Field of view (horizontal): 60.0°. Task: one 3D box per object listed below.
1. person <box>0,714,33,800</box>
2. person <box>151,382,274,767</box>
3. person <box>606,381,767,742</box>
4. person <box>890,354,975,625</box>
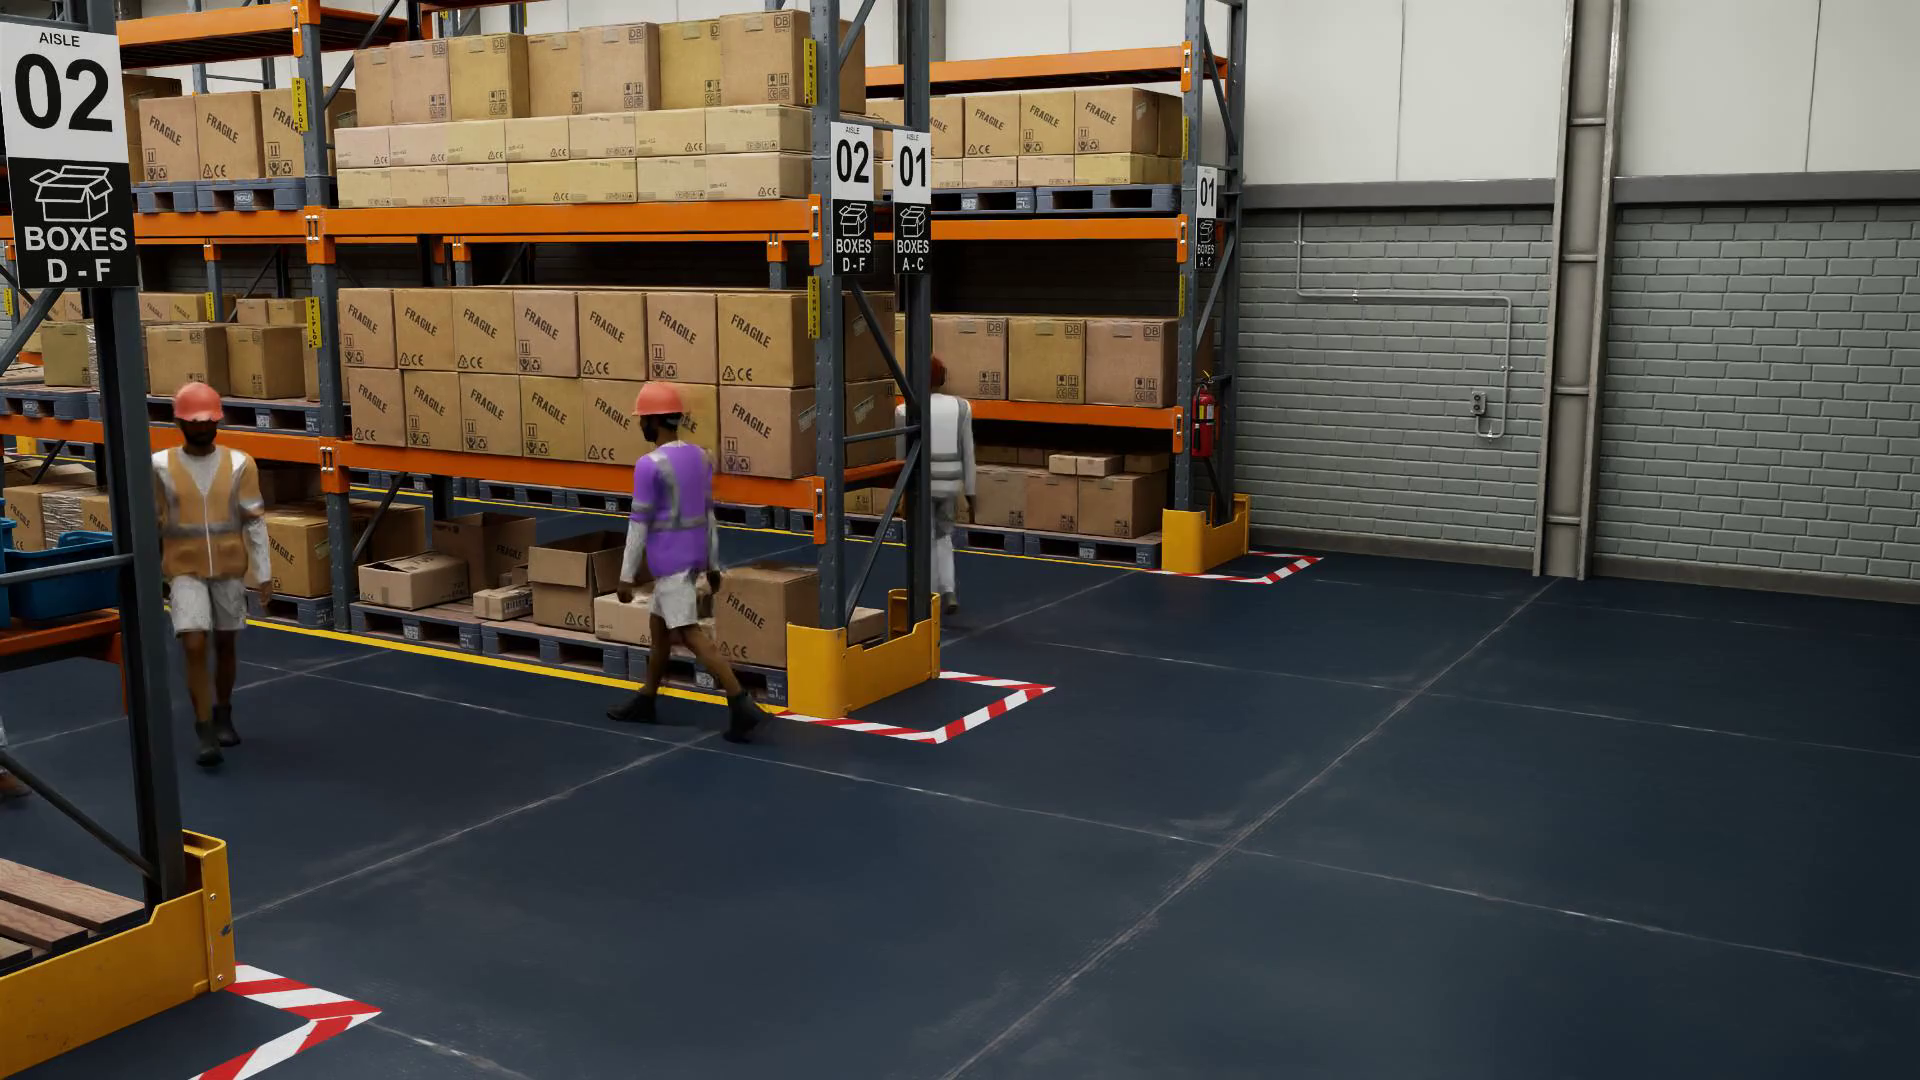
[{"bbox_3d":[-4.662,0.296,7.572,0.824,1.911,0.640,7,12,36],"label":"person"},{"bbox_3d":[-3.750,0.172,8.342,0.571,1.899,0.890,-6,12,-33],"label":"person"},{"bbox_3d":[-1.447,0.112,8.749,1.029,1.893,0.563,4,11,23],"label":"person"},{"bbox_3d":[-0.201,-0.343,11.439,0.614,1.870,0.421,-5,11,-25],"label":"person"}]
